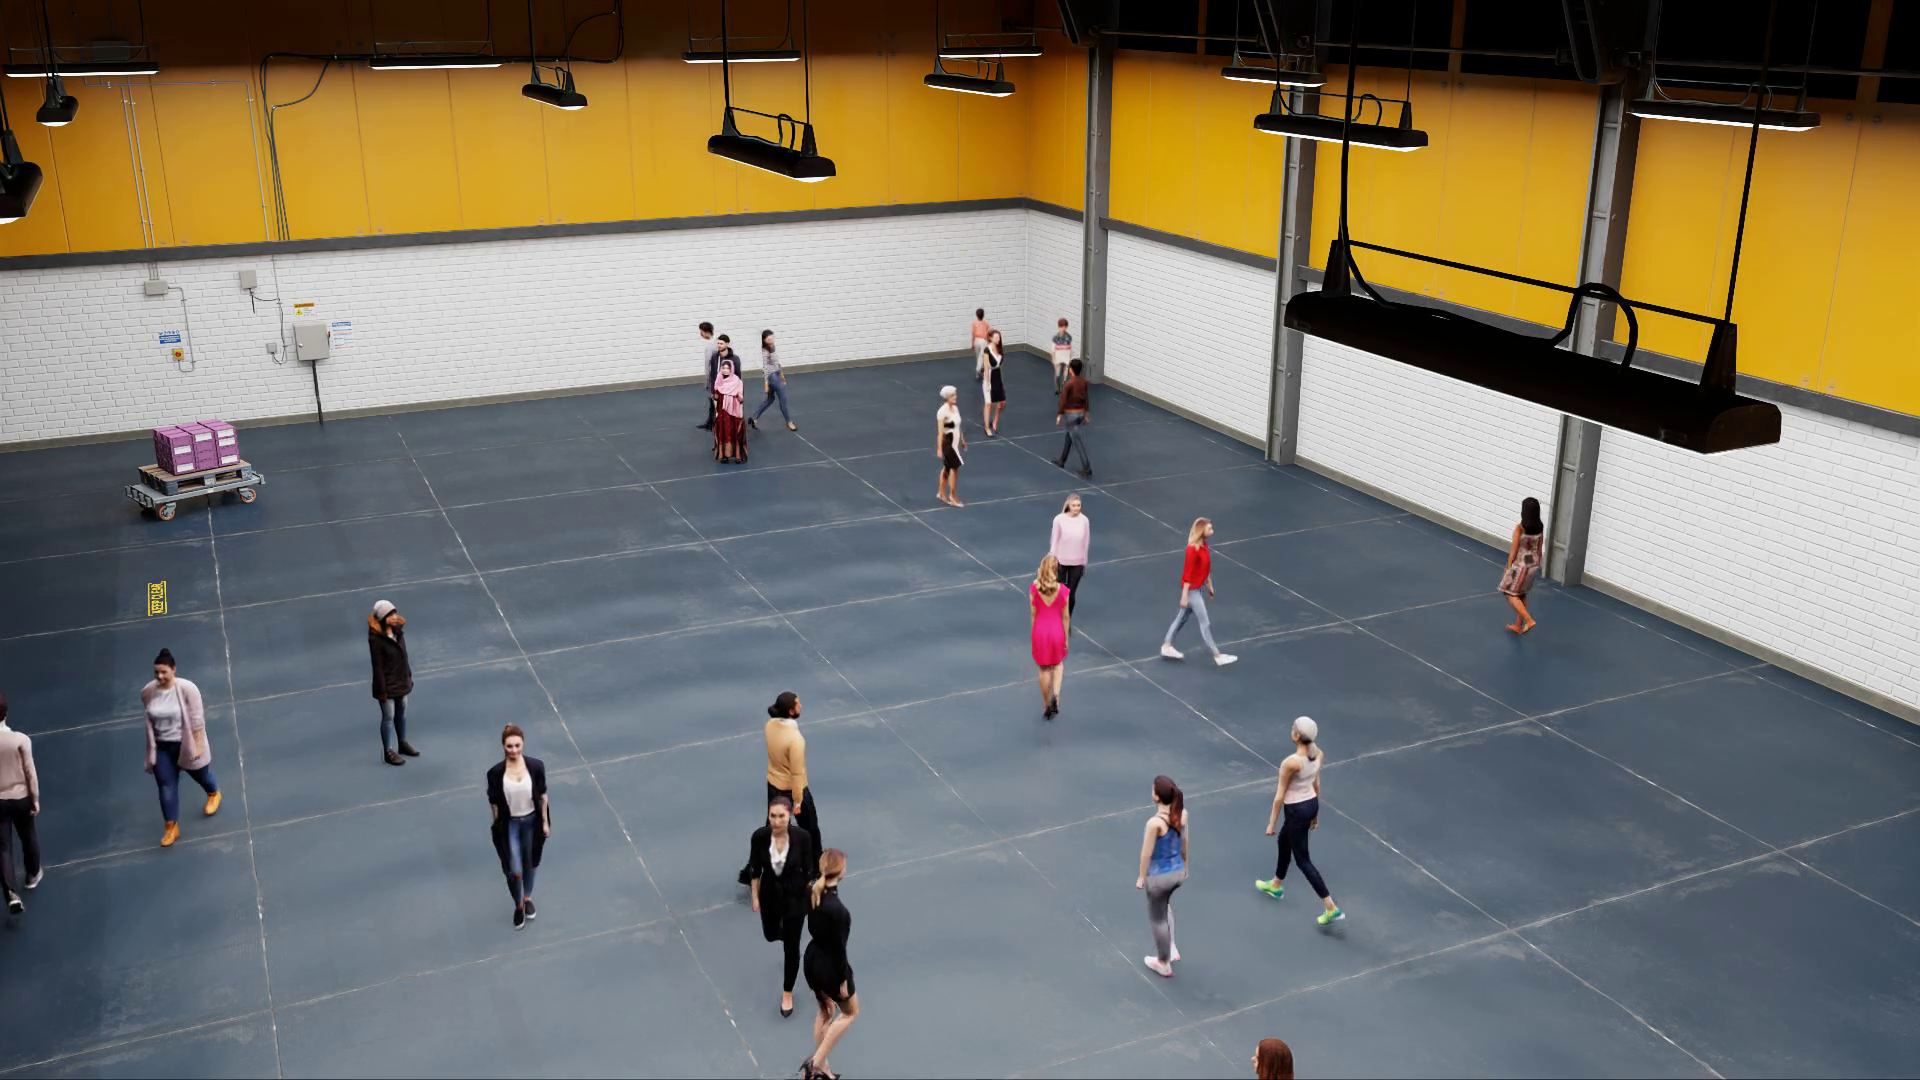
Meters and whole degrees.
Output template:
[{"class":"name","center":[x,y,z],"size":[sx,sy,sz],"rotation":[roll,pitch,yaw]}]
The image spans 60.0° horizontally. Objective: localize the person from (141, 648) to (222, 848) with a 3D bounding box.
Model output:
[{"class":"person","center":[-6.762,1.731,14.511],"size":[0.961,1.701,1.210],"rotation":[0,19,-1]}]

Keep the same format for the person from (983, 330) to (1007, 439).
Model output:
[{"class":"person","center":[0.464,-2.547,27.078],"size":[0.663,1.787,0.699],"rotation":[-17,25,-41]}]

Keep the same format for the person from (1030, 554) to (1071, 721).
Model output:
[{"class":"person","center":[0.878,1.004,16.649],"size":[0.698,1.713,0.763],"rotation":[2,19,6]}]

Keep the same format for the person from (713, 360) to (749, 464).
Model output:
[{"class":"person","center":[-3.562,-1.992,25.672],"size":[0.781,1.633,0.784],"rotation":[2,19,5]}]

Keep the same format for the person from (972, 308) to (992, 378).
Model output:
[{"class":"person","center":[0.374,-3.676,31.219],"size":[0.852,1.284,0.916],"rotation":[6,20,18]}]

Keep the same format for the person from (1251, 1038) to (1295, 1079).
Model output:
[{"class":"person","center":[1.733,3.508,9.203],"size":[0.779,1.721,0.680],"rotation":[3,19,8]}]

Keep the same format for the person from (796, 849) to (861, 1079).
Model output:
[{"class":"person","center":[-0.932,2.894,10.987],"size":[0.782,1.746,0.726],"rotation":[-16,24,-39]}]

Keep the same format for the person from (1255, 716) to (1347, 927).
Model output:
[{"class":"person","center":[2.734,2.236,13.073],"size":[0.832,1.662,1.216],"rotation":[-16,24,-39]}]

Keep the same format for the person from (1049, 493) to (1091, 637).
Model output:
[{"class":"person","center":[1.218,0.247,18.960],"size":[0.690,1.673,0.706],"rotation":[-2,19,-5]}]

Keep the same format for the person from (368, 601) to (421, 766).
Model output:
[{"class":"person","center":[-5.407,1.330,15.806],"size":[0.777,1.633,0.718],"rotation":[7,20,19]}]

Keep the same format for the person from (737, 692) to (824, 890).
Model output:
[{"class":"person","center":[-1.468,2.053,13.492],"size":[0.942,1.741,1.152],"rotation":[-16,25,-40]}]

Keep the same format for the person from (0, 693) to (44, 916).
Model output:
[{"class":"person","center":[-7.600,2.121,13.231],"size":[0.629,1.779,1.139],"rotation":[-8,20,-23]}]

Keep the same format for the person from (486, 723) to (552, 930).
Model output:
[{"class":"person","center":[-3.481,2.206,13.149],"size":[0.631,1.670,0.719],"rotation":[-7,20,-20]}]

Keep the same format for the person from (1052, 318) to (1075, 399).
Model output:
[{"class":"person","center":[1.836,-3.274,29.800],"size":[0.601,1.429,0.639],"rotation":[-3,19,-10]}]

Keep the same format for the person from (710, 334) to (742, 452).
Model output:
[{"class":"person","center":[-3.690,-2.324,26.248],"size":[0.748,1.894,0.807],"rotation":[6,20,19]}]

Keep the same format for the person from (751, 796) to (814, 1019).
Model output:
[{"class":"person","center":[-1.270,2.579,12.091],"size":[0.914,1.637,1.100],"rotation":[1,19,4]}]

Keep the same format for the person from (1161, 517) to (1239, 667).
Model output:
[{"class":"person","center":[2.465,0.568,18.037],"size":[1.178,1.653,1.074],"rotation":[8,20,23]}]

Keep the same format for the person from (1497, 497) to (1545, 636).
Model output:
[{"class":"person","center":[6.410,0.337,18.754],"size":[0.658,1.635,0.753],"rotation":[-9,21,-24]}]

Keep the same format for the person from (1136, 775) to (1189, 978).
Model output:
[{"class":"person","center":[1.568,2.520,12.329],"size":[0.642,1.599,0.650],"rotation":[-14,23,-37]}]

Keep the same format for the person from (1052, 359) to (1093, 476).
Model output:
[{"class":"person","center":[1.767,-1.802,24.949],"size":[0.875,1.734,1.205],"rotation":[-15,24,-37]}]

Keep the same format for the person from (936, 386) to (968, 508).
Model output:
[{"class":"person","center":[-0.234,-1.332,23.545],"size":[0.872,1.740,0.810],"rotation":[8,20,21]}]

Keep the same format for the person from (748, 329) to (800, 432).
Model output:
[{"class":"person","center":[-3.147,-2.559,27.200],"size":[0.952,1.732,1.080],"rotation":[-1,19,-2]}]
